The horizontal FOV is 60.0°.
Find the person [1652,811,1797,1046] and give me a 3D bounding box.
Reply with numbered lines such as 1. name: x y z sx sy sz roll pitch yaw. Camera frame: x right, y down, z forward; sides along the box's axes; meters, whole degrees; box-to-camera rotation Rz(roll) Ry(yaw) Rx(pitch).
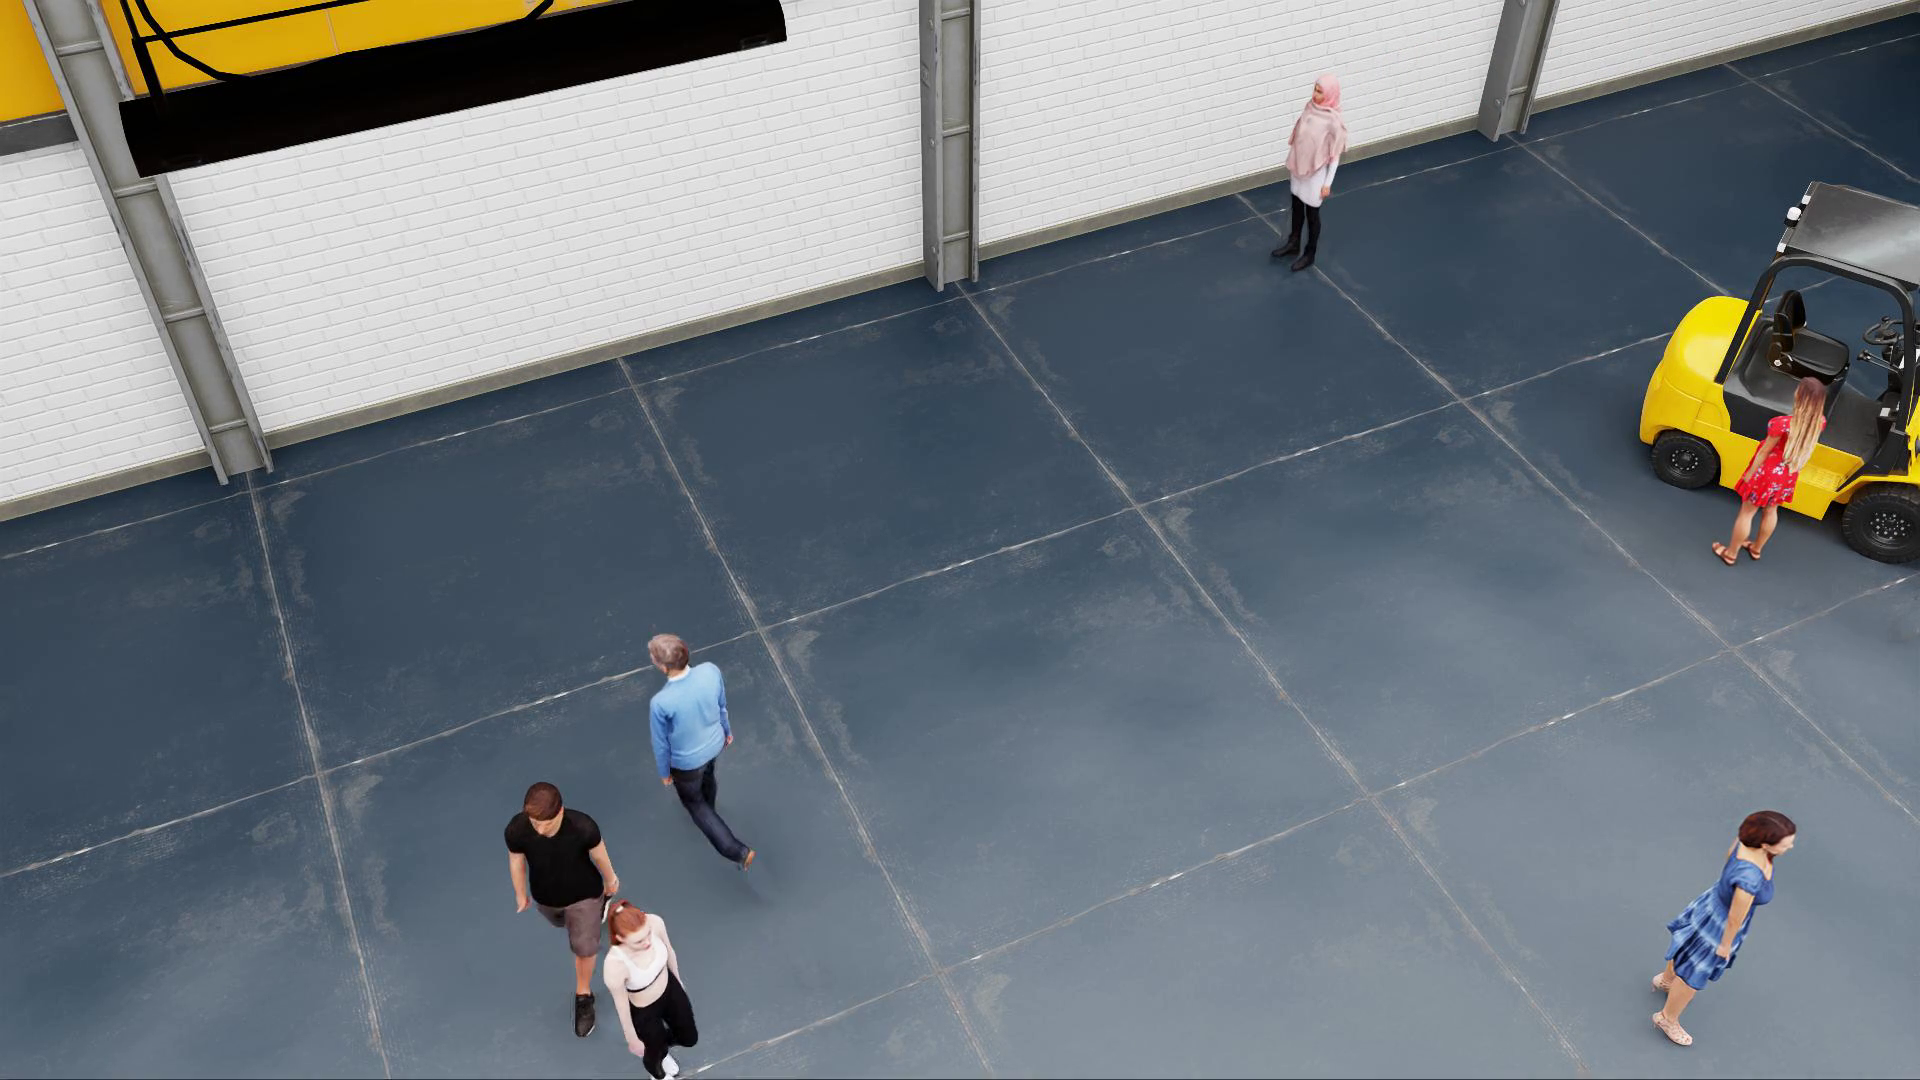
1. person: 4.027 2.024 8.794 0.802 1.806 0.743 14 45 14

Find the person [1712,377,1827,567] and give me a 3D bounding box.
1. person: 5.664 -0.462 11.559 0.543 1.592 0.679 -10 44 -10

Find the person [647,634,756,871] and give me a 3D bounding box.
1. person: -1.485 1.249 9.624 1.109 1.784 0.975 -33 53 -30

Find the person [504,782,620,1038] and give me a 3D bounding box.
1. person: -2.101 1.814 8.998 1.207 1.827 1.094 3 44 3

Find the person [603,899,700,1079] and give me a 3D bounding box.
1. person: -1.653 2.336 8.519 0.805 1.733 0.736 23 48 23

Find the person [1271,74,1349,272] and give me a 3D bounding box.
1. person: 3.010 -3.143 14.219 0.610 1.804 0.648 -22 48 -21
